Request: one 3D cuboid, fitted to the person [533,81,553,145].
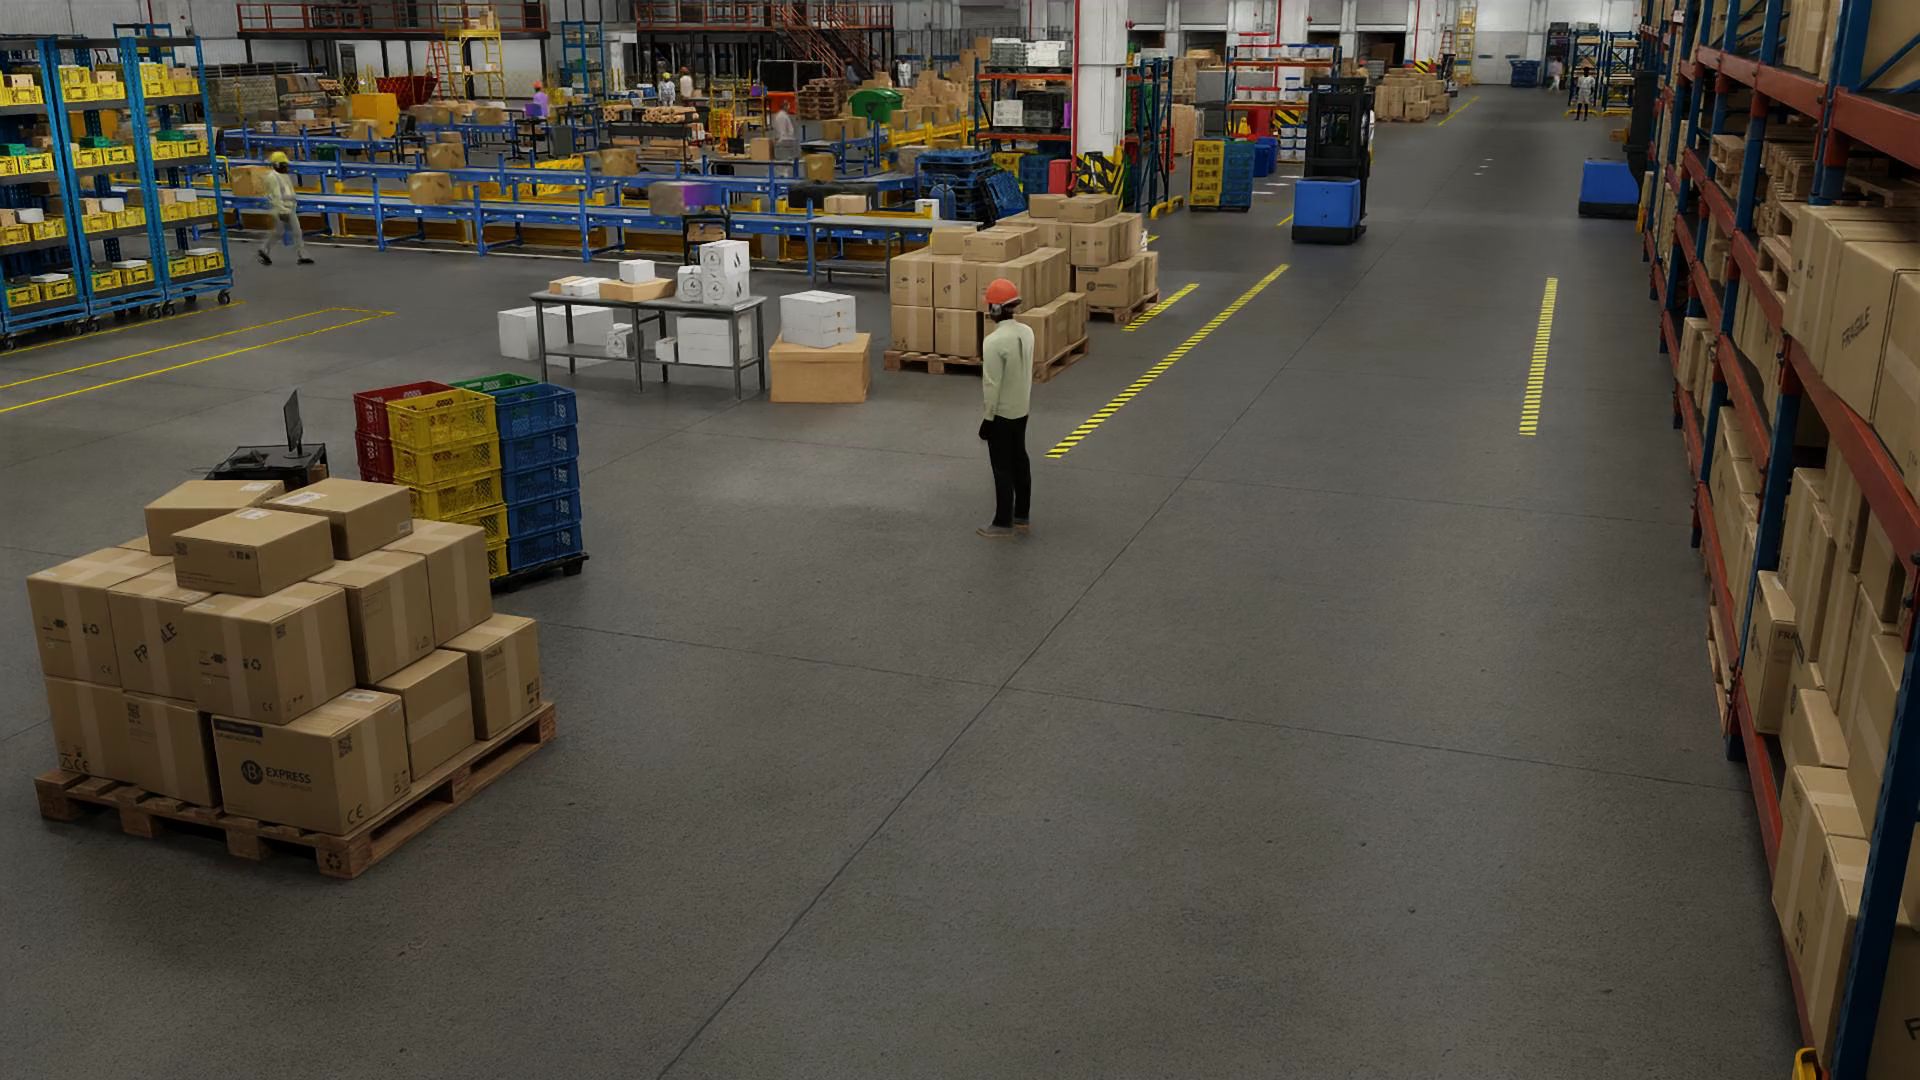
[{"bbox_3d":[-12.526,-12.815,50.011,0.824,1.910,0.551,9,20,26],"label":"person"}]

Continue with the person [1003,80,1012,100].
[{"bbox_3d":[1.705,-15.503,58.930,0.651,1.603,0.567,-12,21,-33],"label":"person"}]

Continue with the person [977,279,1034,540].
[{"bbox_3d":[0.335,-1.000,12.735,0.396,1.992,0.623,11,21,31],"label":"person"}]

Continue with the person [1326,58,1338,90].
[{"bbox_3d":[15.905,-19.567,71.001,0.687,2.000,0.844,-12,21,-34],"label":"person"}]

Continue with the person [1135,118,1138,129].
[{"bbox_3d":[3.950,-9.499,39.377,0.389,2.034,0.605,-17,24,-42],"label":"person"}]

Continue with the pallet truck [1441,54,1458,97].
[{"bbox_3d":[22.765,-21.886,78.355,0.823,1.965,1.885,-4,18,-14],"label":"pallet truck"}]

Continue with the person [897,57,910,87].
[{"bbox_3d":[-2.646,-21.755,78.155,0.591,1.865,0.597,2,18,8],"label":"person"}]

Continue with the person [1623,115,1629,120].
[{"bbox_3d":[25.367,-16.552,61.907,1.013,1.813,0.523,13,22,36],"label":"person"}]

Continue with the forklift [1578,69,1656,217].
[{"bbox_3d":[13.219,-7.740,32.475,1.873,2.768,1.129,6,19,18],"label":"forklift"}]

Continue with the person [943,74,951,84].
[{"bbox_3d":[-0.438,-16.186,60.897,0.490,1.724,0.673,15,23,40],"label":"person"}]

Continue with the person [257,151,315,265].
[{"bbox_3d":[-10.815,-5.271,26.456,0.813,1.808,0.589,3,18,8],"label":"person"}]

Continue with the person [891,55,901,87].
[{"bbox_3d":[-3.201,-23.514,83.770,0.517,1.821,0.805,-4,18,-12],"label":"person"}]

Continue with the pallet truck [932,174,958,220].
[{"bbox_3d":[-0.507,-5.292,27.348,0.653,1.274,1.630,6,19,19],"label":"pallet truck"}]

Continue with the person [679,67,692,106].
[{"bbox_3d":[-9.954,-16.206,60.541,0.528,1.976,0.632,13,22,35],"label":"person"}]

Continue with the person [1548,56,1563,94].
[{"bbox_3d":[29.205,-22.776,81.459,0.632,1.816,0.817,-11,21,-32],"label":"person"}]

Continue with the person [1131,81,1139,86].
[{"bbox_3d":[8.696,-23.332,83.013,0.630,1.931,0.467,-1,18,-4],"label":"person"}]

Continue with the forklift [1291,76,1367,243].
[{"bbox_3d":[6.598,-6.755,29.381,1.129,2.768,1.873,6,19,19],"label":"forklift"}]

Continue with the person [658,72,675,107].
[{"bbox_3d":[-10.442,-15.737,59.327,0.598,1.826,0.403,-9,20,-26],"label":"person"}]

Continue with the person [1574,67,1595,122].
[{"bbox_3d":[22.966,-16.396,61.158,0.609,1.965,0.368,12,21,33],"label":"person"}]

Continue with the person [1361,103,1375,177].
[{"bbox_3d":[9.899,-9.835,40.597,0.370,1.932,0.543,0,18,0],"label":"person"}]

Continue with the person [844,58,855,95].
[{"bbox_3d":[-4.986,-20.491,74.156,0.977,1.879,0.556,-5,18,-16],"label":"person"}]

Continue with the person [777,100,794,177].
[{"bbox_3d":[-4.130,-9.536,39.718,0.462,1.889,0.677,-1,18,-5],"label":"person"}]

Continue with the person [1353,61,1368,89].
[{"bbox_3d":[17.079,-19.464,70.938,0.556,1.883,1.008,-8,19,-23],"label":"person"}]
